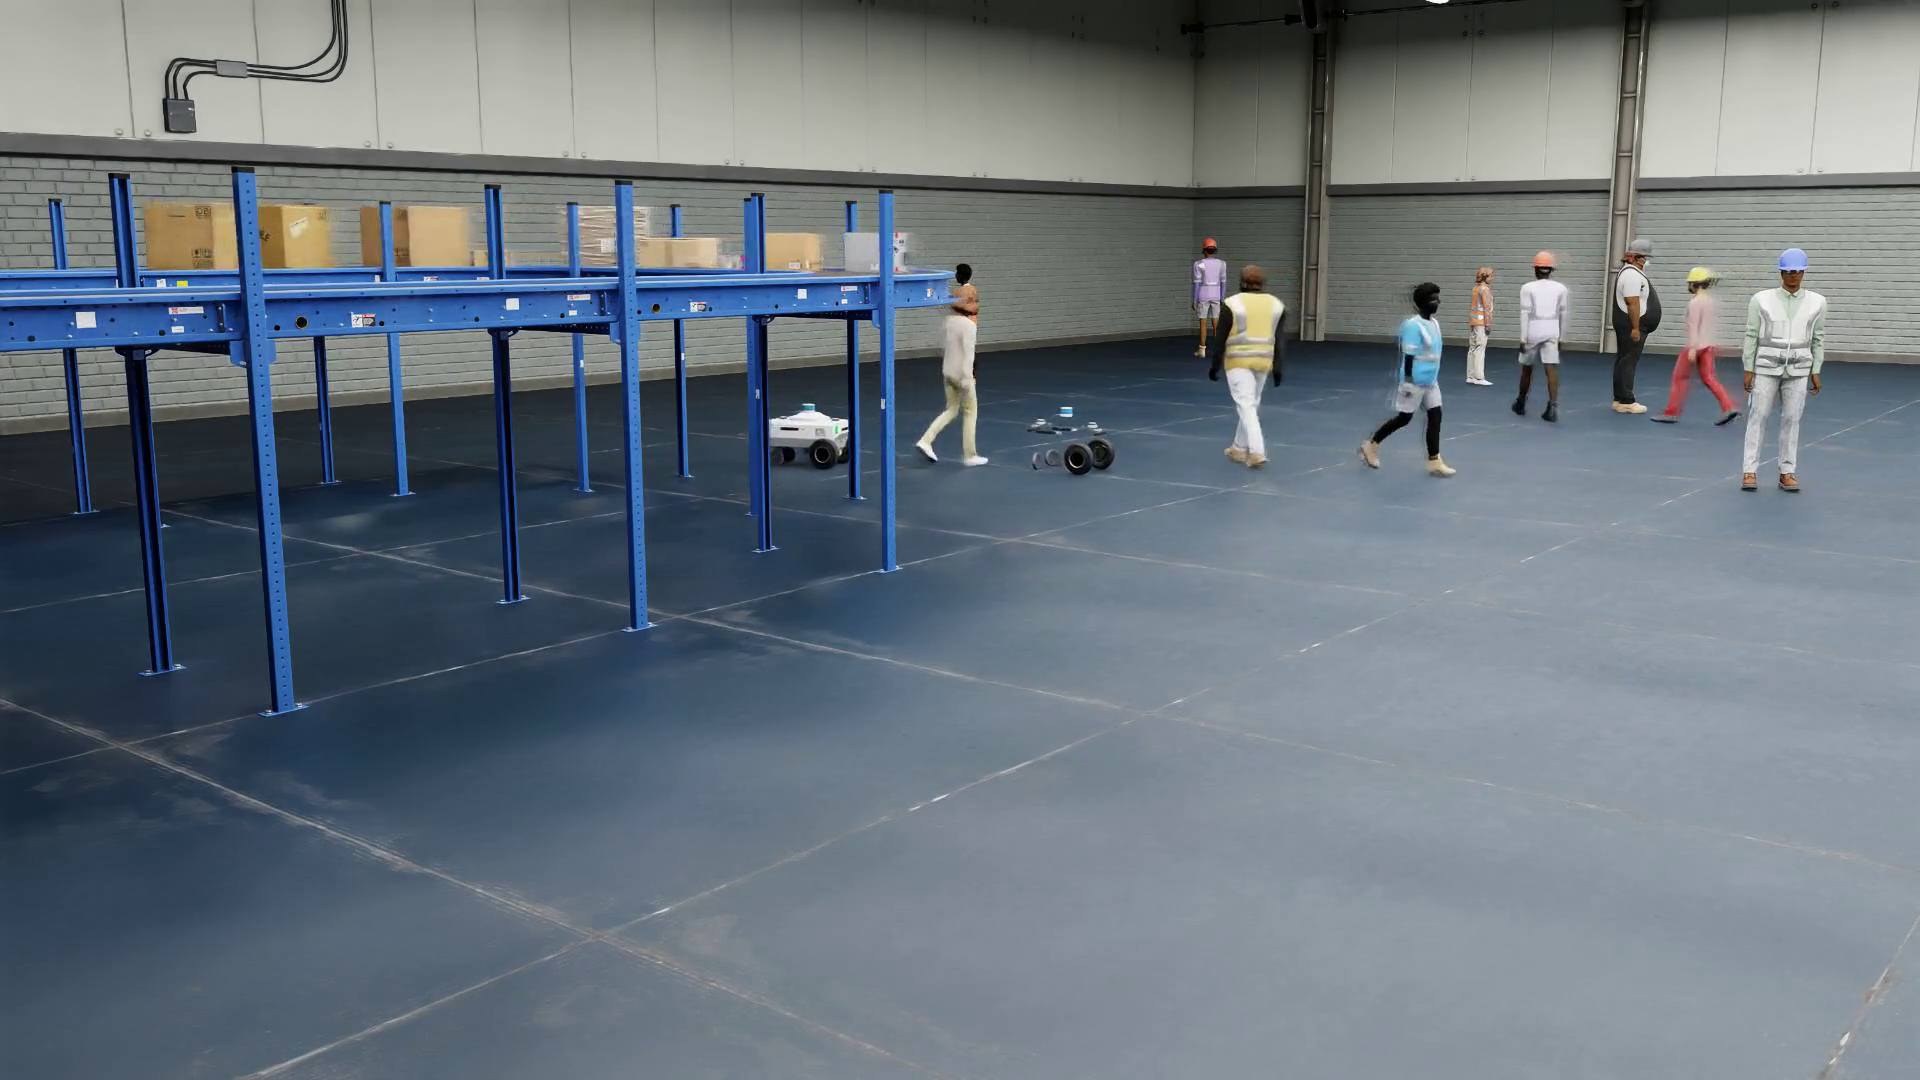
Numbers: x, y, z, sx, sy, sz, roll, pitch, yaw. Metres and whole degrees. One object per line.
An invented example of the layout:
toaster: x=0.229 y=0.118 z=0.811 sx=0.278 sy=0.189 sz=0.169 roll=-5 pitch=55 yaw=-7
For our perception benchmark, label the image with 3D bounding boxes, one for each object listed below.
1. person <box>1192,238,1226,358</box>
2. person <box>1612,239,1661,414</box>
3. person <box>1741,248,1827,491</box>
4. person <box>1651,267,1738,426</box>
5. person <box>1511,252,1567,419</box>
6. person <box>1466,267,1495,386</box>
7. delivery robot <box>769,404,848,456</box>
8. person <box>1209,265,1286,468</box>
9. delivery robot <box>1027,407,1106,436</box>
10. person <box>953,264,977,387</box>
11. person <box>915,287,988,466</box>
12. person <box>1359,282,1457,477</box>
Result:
person: x=4.291 y=-4.181 z=28.761 sx=0.607 sy=2.044 sz=0.378 roll=-3 pitch=11 yaw=-15
person: x=8.001 y=-2.522 z=19.690 sx=0.538 sy=2.000 sz=0.683 roll=2 pitch=10 yaw=12
person: x=6.656 y=-1.375 z=13.468 sx=0.602 sy=1.949 sz=0.393 roll=2 pitch=11 yaw=13
person: x=8.143 y=-2.129 z=18.260 sx=0.536 sy=1.730 sz=0.874 roll=-9 pitch=14 yaw=-42
person: x=6.653 y=-2.339 z=19.019 sx=0.566 sy=1.880 sz=1.008 roll=0 pitch=10 yaw=0
person: x=7.279 y=-2.985 z=23.251 sx=0.311 sy=1.639 sz=0.512 roll=-1 pitch=10 yaw=-4
delivery robot: x=-1.363 y=-0.989 z=15.053 sx=0.707 sy=0.478 sz=0.477 roll=4 pitch=11 yaw=19
person: x=2.605 y=-1.568 z=14.980 sx=0.626 sy=1.802 sz=0.947 roll=-4 pitch=11 yaw=-21
delivery robot: x=0.940 y=-1.059 z=14.723 sx=0.698 sy=0.223 sz=0.335 roll=6 pitch=12 yaw=30
person: x=0.065 y=-2.916 z=22.708 sx=0.317 sy=1.695 sz=0.540 roll=3 pitch=11 yaw=18
person: x=-0.075 y=-1.457 z=14.878 sx=0.627 sy=1.604 sz=0.513 roll=-6 pitch=12 yaw=-31
person: x=3.900 y=-1.399 z=14.398 sx=0.790 sy=1.668 sz=0.531 roll=8 pitch=13 yaw=39
